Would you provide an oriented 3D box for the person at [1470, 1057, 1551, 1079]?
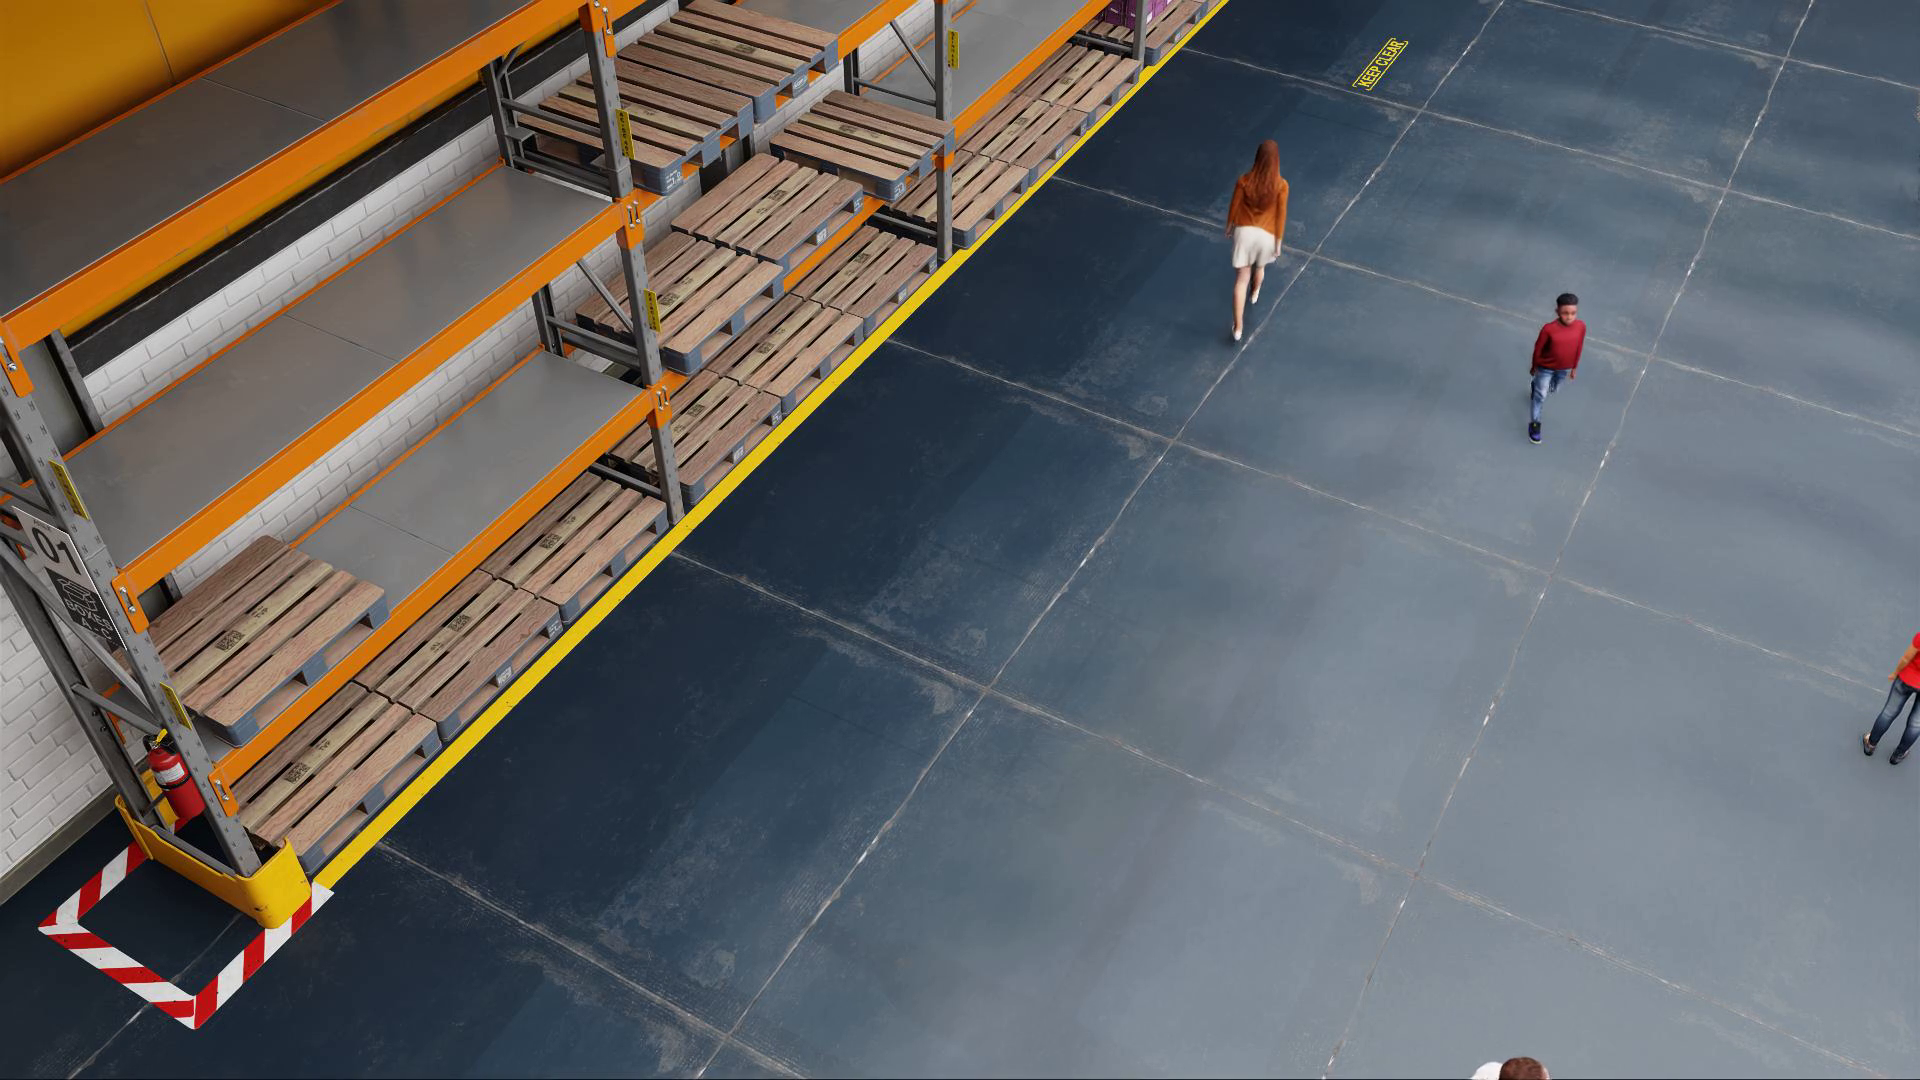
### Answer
[{"bbox_3d":[2.408,2.953,7.868,0.801,1.849,0.668,6,44,6],"label":"person"}]

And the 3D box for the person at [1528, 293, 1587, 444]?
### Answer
[{"bbox_3d":[4.587,-1.403,12.883,0.769,1.239,0.886,-3,44,-3],"label":"person"}]

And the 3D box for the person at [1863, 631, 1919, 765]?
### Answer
[{"bbox_3d":[6.008,0.904,10.409,0.505,1.311,0.519,27,50,26],"label":"person"}]

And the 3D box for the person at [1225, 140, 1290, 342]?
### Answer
[{"bbox_3d":[2.402,-2.421,13.634,0.864,1.677,1.172,9,44,9],"label":"person"}]
